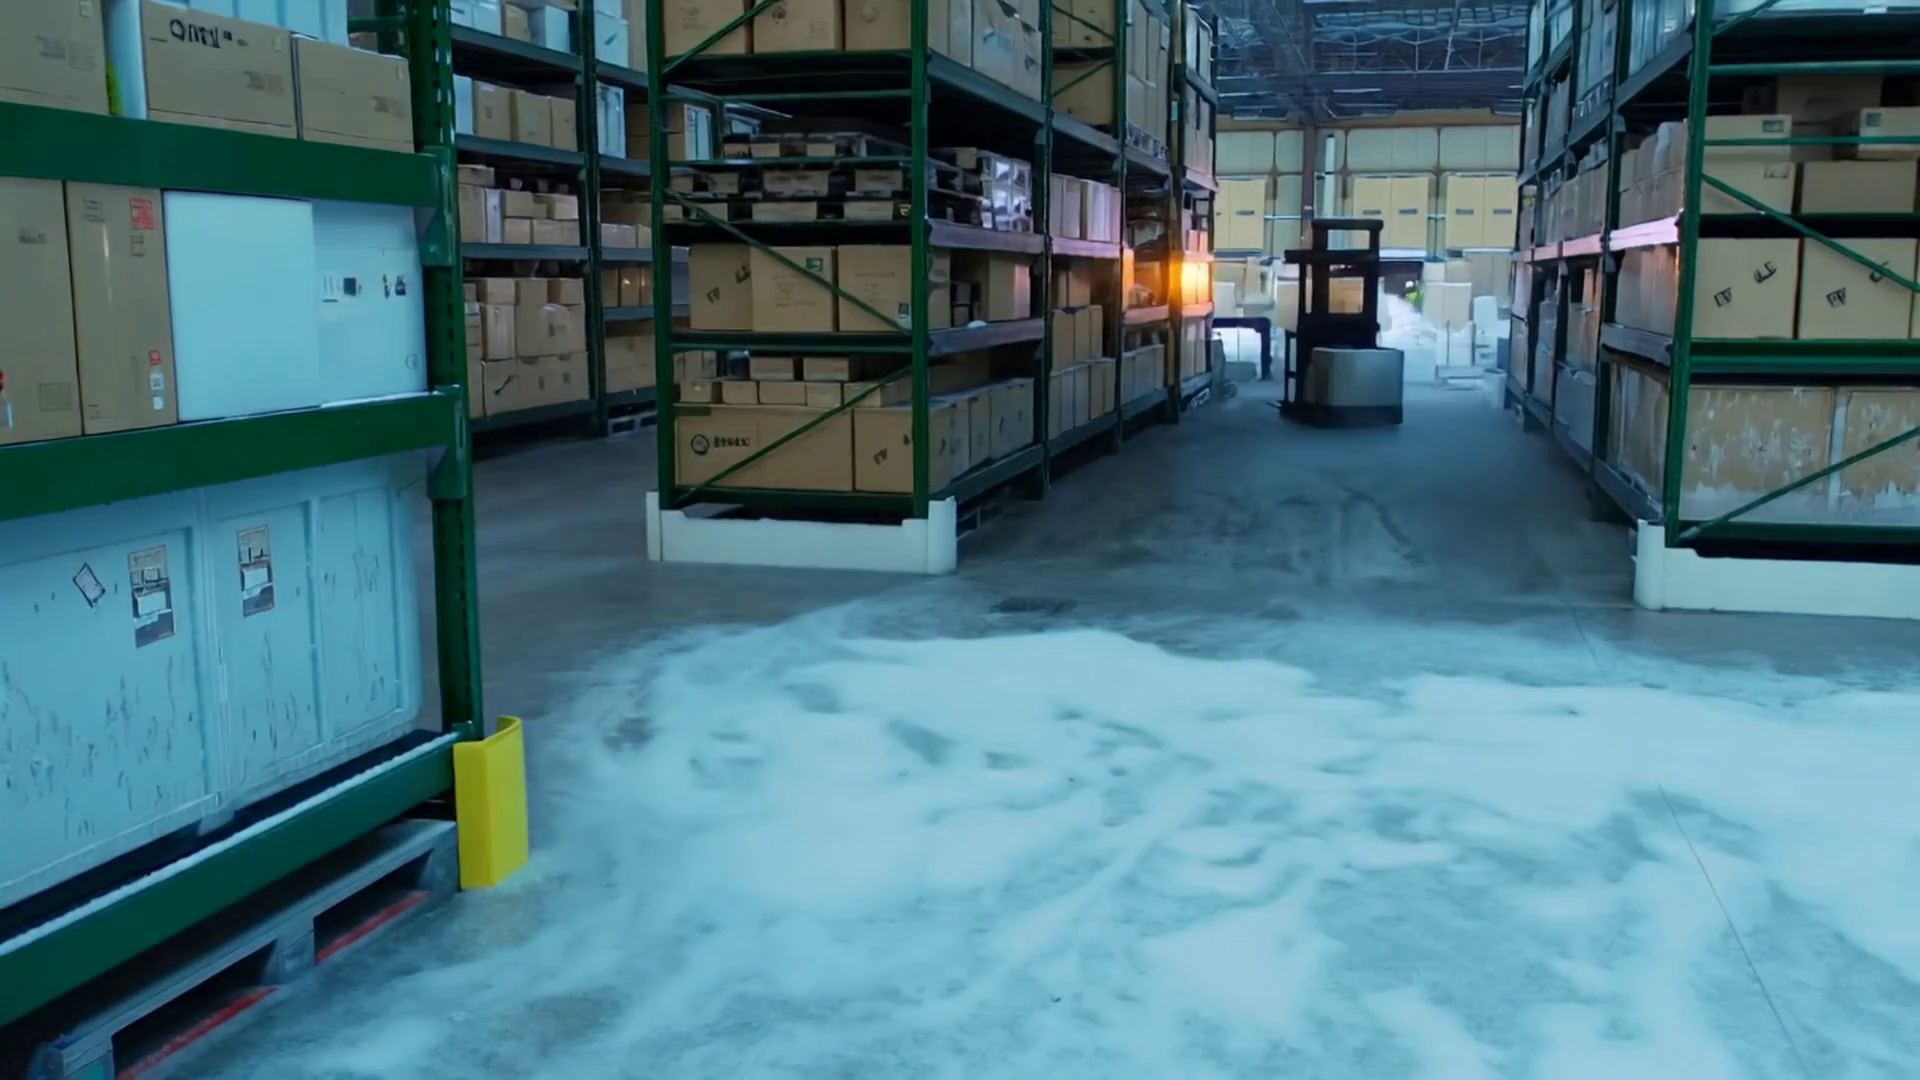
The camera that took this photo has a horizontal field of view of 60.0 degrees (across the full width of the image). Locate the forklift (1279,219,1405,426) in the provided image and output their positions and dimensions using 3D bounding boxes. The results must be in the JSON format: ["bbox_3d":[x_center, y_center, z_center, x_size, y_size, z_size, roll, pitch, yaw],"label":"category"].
[{"bbox_3d":[5.323,-3.026,22.996,1.129,2.768,1.873,-2,9,-10],"label":"forklift"}]

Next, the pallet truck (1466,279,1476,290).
[{"bbox_3d":[18.896,-8.459,60.307,1.885,1.965,0.823,5,10,31],"label":"pallet truck"}]

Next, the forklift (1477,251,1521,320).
[{"bbox_3d":[15.878,-7.202,49.529,1.129,2.768,1.873,-2,9,-11],"label":"forklift"}]

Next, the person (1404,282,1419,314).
[{"bbox_3d":[15.241,-7.758,56.231,0.951,1.865,0.728,-6,11,-34],"label":"person"}]

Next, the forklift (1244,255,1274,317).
[{"bbox_3d":[10.478,-8.583,58.304,1.129,2.768,1.873,0,9,-1],"label":"forklift"}]
